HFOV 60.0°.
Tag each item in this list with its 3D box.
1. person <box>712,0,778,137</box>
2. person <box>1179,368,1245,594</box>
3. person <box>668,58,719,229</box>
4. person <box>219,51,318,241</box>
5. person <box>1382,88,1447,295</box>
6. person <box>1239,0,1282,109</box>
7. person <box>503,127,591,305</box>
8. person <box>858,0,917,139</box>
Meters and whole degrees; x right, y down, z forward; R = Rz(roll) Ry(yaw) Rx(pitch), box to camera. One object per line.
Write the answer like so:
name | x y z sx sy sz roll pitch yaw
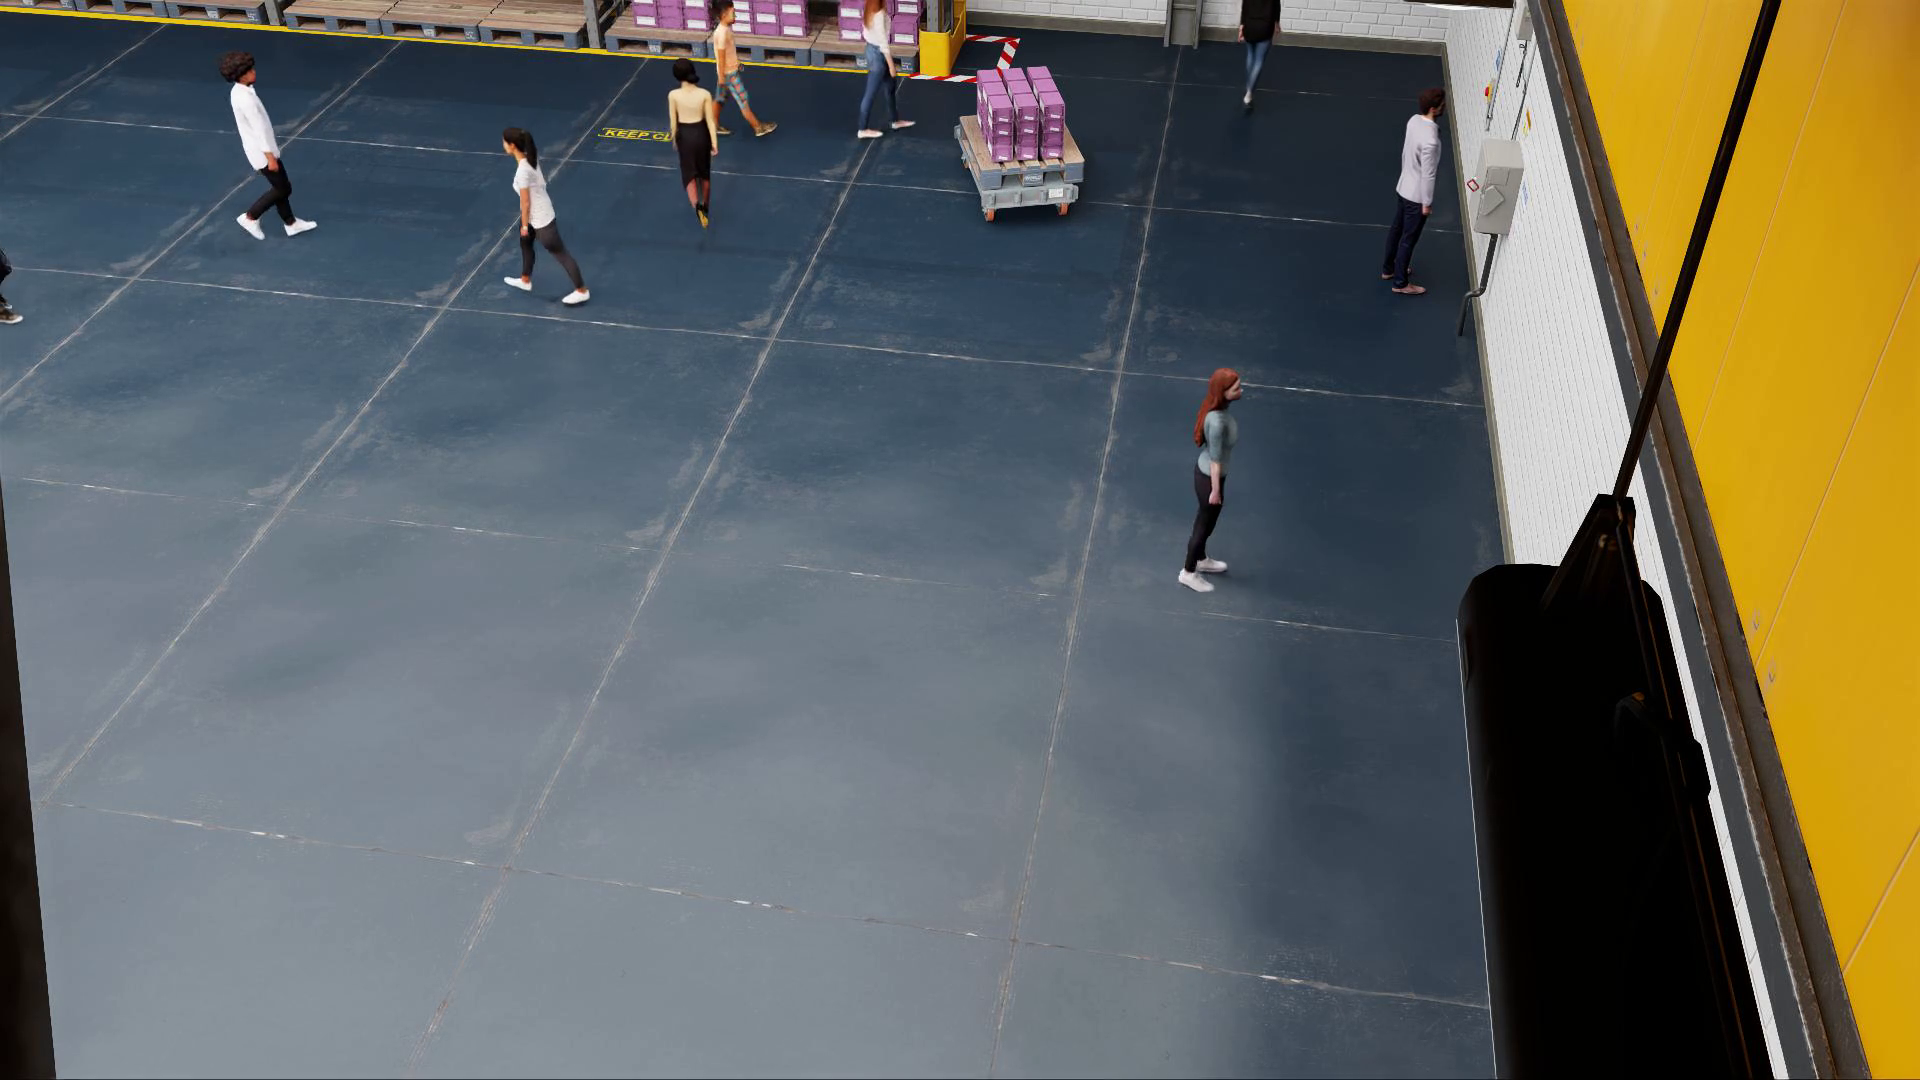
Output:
person | -2.448 -4.785 17.005 1.006 1.432 0.696 -2 39 -3
person | 1.699 -0.424 11.294 0.540 1.744 0.570 6 39 7
person | -2.465 -3.615 15.382 0.947 1.628 0.843 -6 39 -7
person | -6.437 -3.554 15.171 1.029 1.797 0.932 -18 42 -21
person | 3.966 -3.062 14.510 0.684 1.853 0.738 -4 39 -4
person | 3.160 -5.396 17.621 1.048 1.617 0.802 16 41 19
person | -3.557 -2.775 14.357 1.053 1.595 0.808 -12 40 -14
person | -0.931 -4.894 16.920 0.965 1.708 0.802 -7 39 -9
